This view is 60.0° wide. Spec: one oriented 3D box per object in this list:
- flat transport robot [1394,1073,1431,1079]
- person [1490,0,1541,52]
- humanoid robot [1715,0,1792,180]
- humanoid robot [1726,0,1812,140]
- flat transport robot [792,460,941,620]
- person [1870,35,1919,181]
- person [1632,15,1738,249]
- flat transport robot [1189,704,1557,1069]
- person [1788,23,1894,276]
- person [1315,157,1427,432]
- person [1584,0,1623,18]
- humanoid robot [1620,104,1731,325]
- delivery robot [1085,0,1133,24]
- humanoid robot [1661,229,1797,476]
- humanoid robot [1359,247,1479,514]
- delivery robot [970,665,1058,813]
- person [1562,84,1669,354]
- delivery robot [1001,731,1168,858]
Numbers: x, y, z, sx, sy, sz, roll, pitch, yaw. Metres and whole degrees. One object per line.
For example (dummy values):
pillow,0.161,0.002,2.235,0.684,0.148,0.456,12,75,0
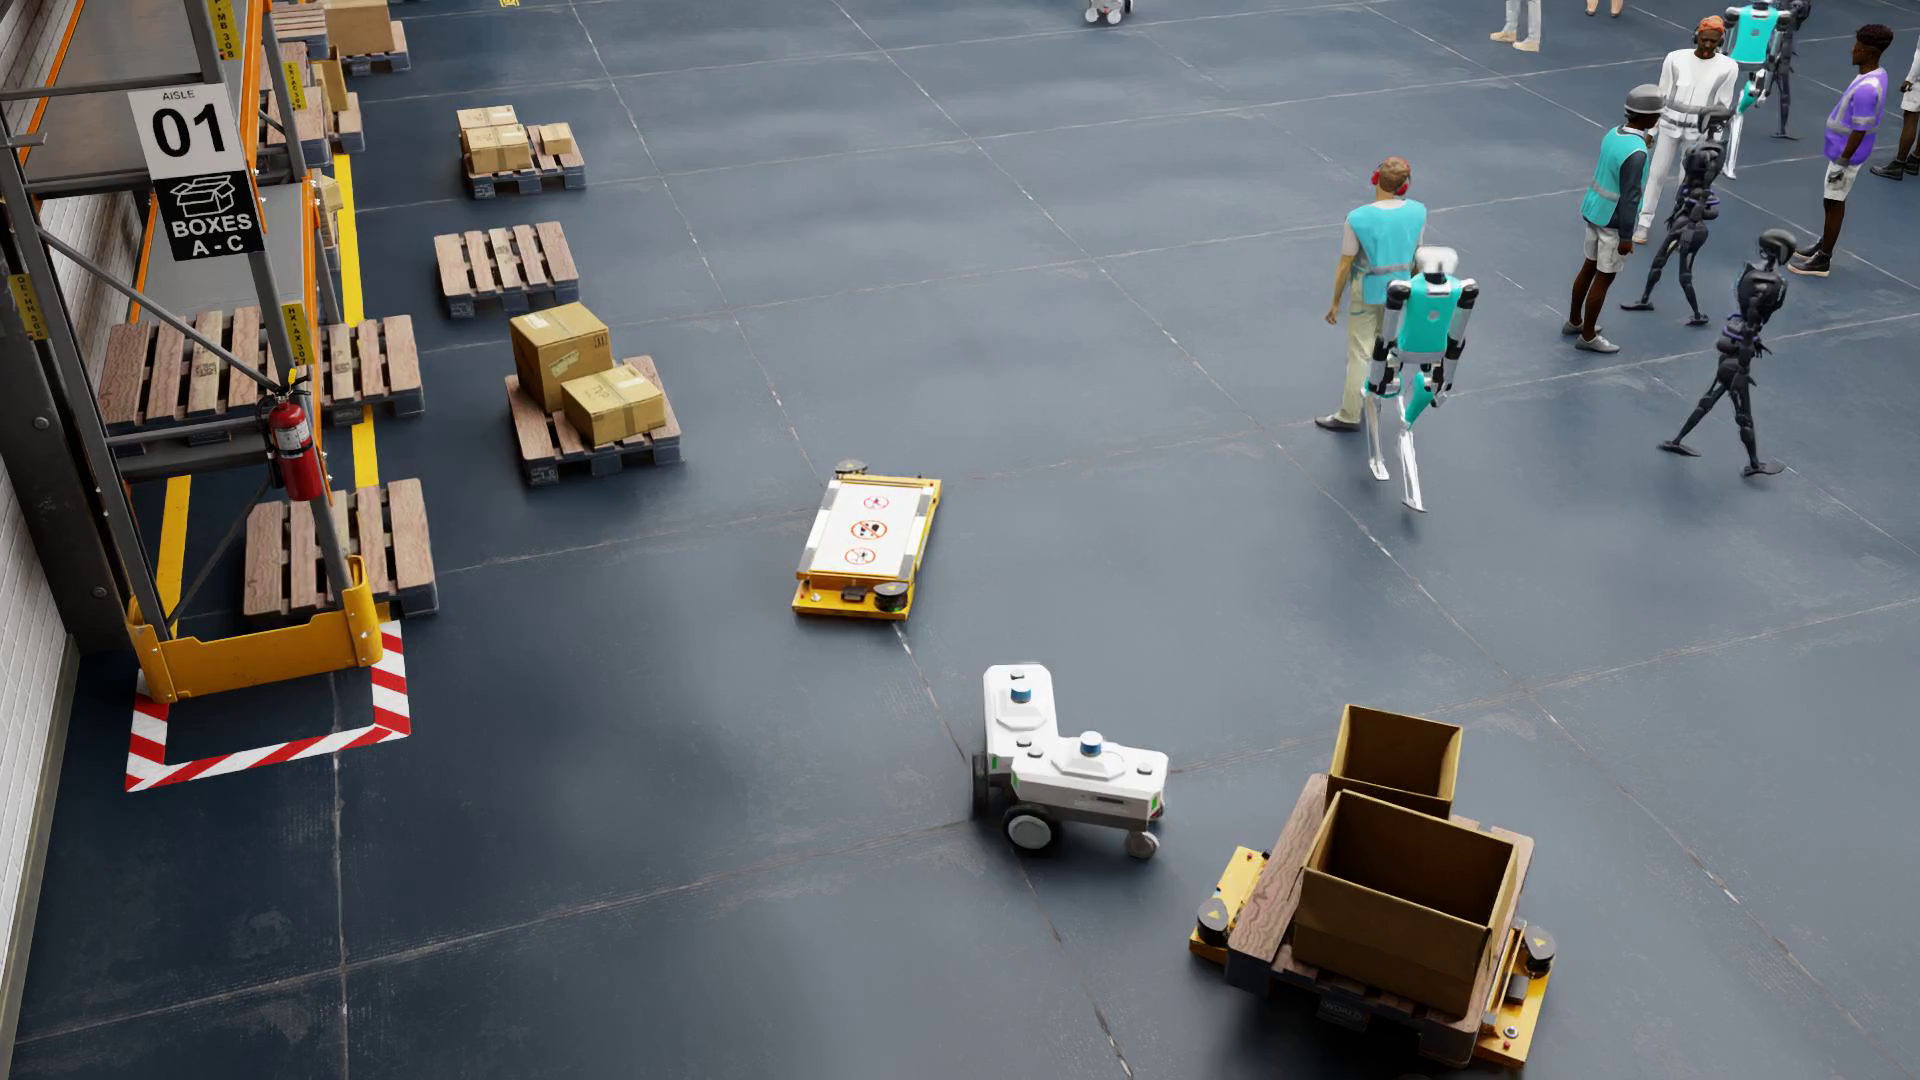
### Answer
flat transport robot,1.751,2.577,5.906,0.659,0.231,1.431,12,35,17
person,6.125,-6.259,18.012,0.715,1.846,0.474,16,36,23
humanoid robot,6.877,-4.038,14.693,0.538,1.782,0.702,11,35,16
humanoid robot,7.727,-4.617,15.712,0.780,1.645,0.598,12,35,17
flat transport robot,-0.531,-0.015,9.881,0.659,0.231,1.431,4,33,6
person,8.561,-4.150,14.694,0.544,1.942,0.348,-16,37,-23
person,5.849,-3.286,13.427,0.573,1.880,0.361,16,36,22
flat transport robot,1.776,1.748,7.177,1.431,0.231,0.659,16,36,22
person,6.889,-3.027,12.949,0.362,1.963,0.611,17,37,25
person,2.734,-1.593,10.878,0.694,1.816,0.439,-12,35,-17
person,7.557,-6.883,19.137,0.466,1.668,0.390,9,34,14
humanoid robot,5.368,-2.378,12.245,0.607,1.649,0.595,5,33,7
delivery robot,1.732,-6.339,19.336,0.514,0.614,0.786,6,34,9
humanoid robot,4.959,-1.188,10.427,0.763,1.630,0.605,17,37,24
humanoid robot,2.696,-1.027,10.074,0.538,1.724,0.982,-2,33,-4
delivery robot,0.295,0.943,8.138,0.499,0.581,0.774,-1,33,-1
person,4.639,-2.284,11.833,0.428,1.937,0.565,-1,33,-1
delivery robot,0.582,1.165,7.826,0.811,0.613,0.499,7,34,11
